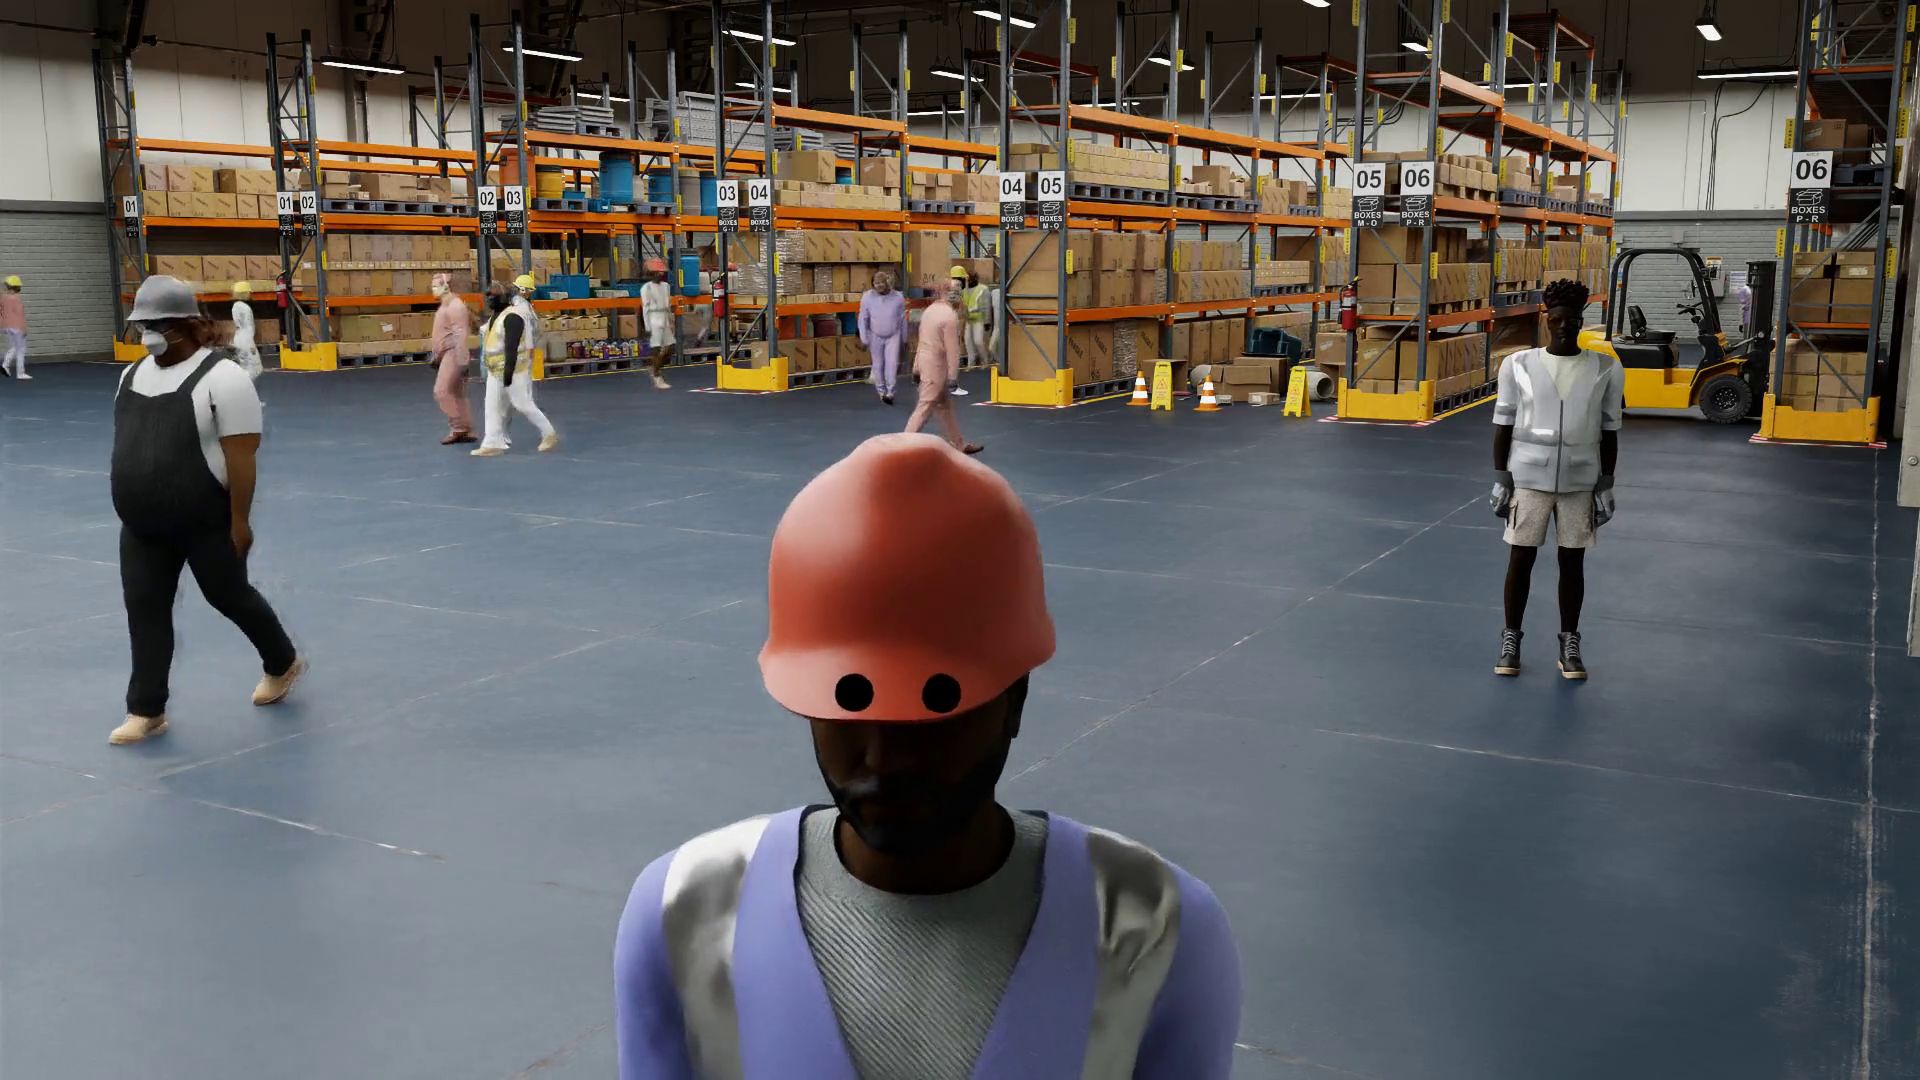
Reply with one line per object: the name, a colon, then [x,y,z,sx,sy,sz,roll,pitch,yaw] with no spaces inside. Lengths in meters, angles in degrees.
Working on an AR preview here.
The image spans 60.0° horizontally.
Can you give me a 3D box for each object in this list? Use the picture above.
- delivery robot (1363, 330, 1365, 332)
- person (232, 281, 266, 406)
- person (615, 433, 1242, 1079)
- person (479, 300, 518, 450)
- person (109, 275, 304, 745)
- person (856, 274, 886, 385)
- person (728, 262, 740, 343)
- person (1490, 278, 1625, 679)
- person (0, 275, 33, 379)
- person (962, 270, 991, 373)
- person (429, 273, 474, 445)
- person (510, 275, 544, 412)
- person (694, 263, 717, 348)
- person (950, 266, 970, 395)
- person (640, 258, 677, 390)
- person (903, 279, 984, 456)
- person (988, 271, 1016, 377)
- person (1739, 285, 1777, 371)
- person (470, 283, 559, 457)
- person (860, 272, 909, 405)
delivery robot: [8.922,-4.689,37.759,0.707,0.478,0.477,0,10,2]
person: [-9.820,-2.681,22.810,0.438,1.728,0.507,-8,13,-41]
person: [-0.036,0.870,1.452,0.551,1.935,0.370,0,10,2]
person: [-4.929,-1.782,17.887,0.359,1.624,0.548,7,12,35]
person: [-3.369,-0.189,7.349,0.686,2.000,0.956,3,10,16]
person: [-1.334,-3.442,27.125,0.625,1.800,0.961,6,12,33]
person: [-5.489,-5.639,39.564,0.549,1.933,0.373,2,10,14]
person: [2.926,-0.296,8.190,0.606,1.966,0.367,2,10,13]
person: [-15.901,-3.568,27.978,0.537,1.749,0.414,5,11,25]
person: [0.233,-3.874,29.544,0.624,1.832,0.429,6,11,32]
person: [-5.658,-1.995,18.397,0.551,1.884,0.658,-4,11,-23]
person: [-5.789,-2.605,22.135,0.403,1.822,0.588,-6,12,-33]
person: [-5.481,-4.944,35.557,0.632,1.924,0.671,6,12,33]
person: [-0.031,-3.137,24.951,0.384,1.926,0.625,0,10,1]
person: [-4.659,-3.341,25.822,0.414,2.033,0.632,6,11,32]
person: [-0.245,-1.707,16.848,1.020,1.855,0.693,-3,10,-19]
person: [0.689,-3.458,27.035,0.548,1.853,0.419,7,12,34]
person: [13.782,-3.782,28.751,0.589,1.922,0.389,2,10,9]
person: [-4.670,-1.780,17.370,0.909,1.813,0.625,-8,13,-39]
person: [-1.056,-2.811,23.283,0.701,1.838,1.019,0,10,-2]
